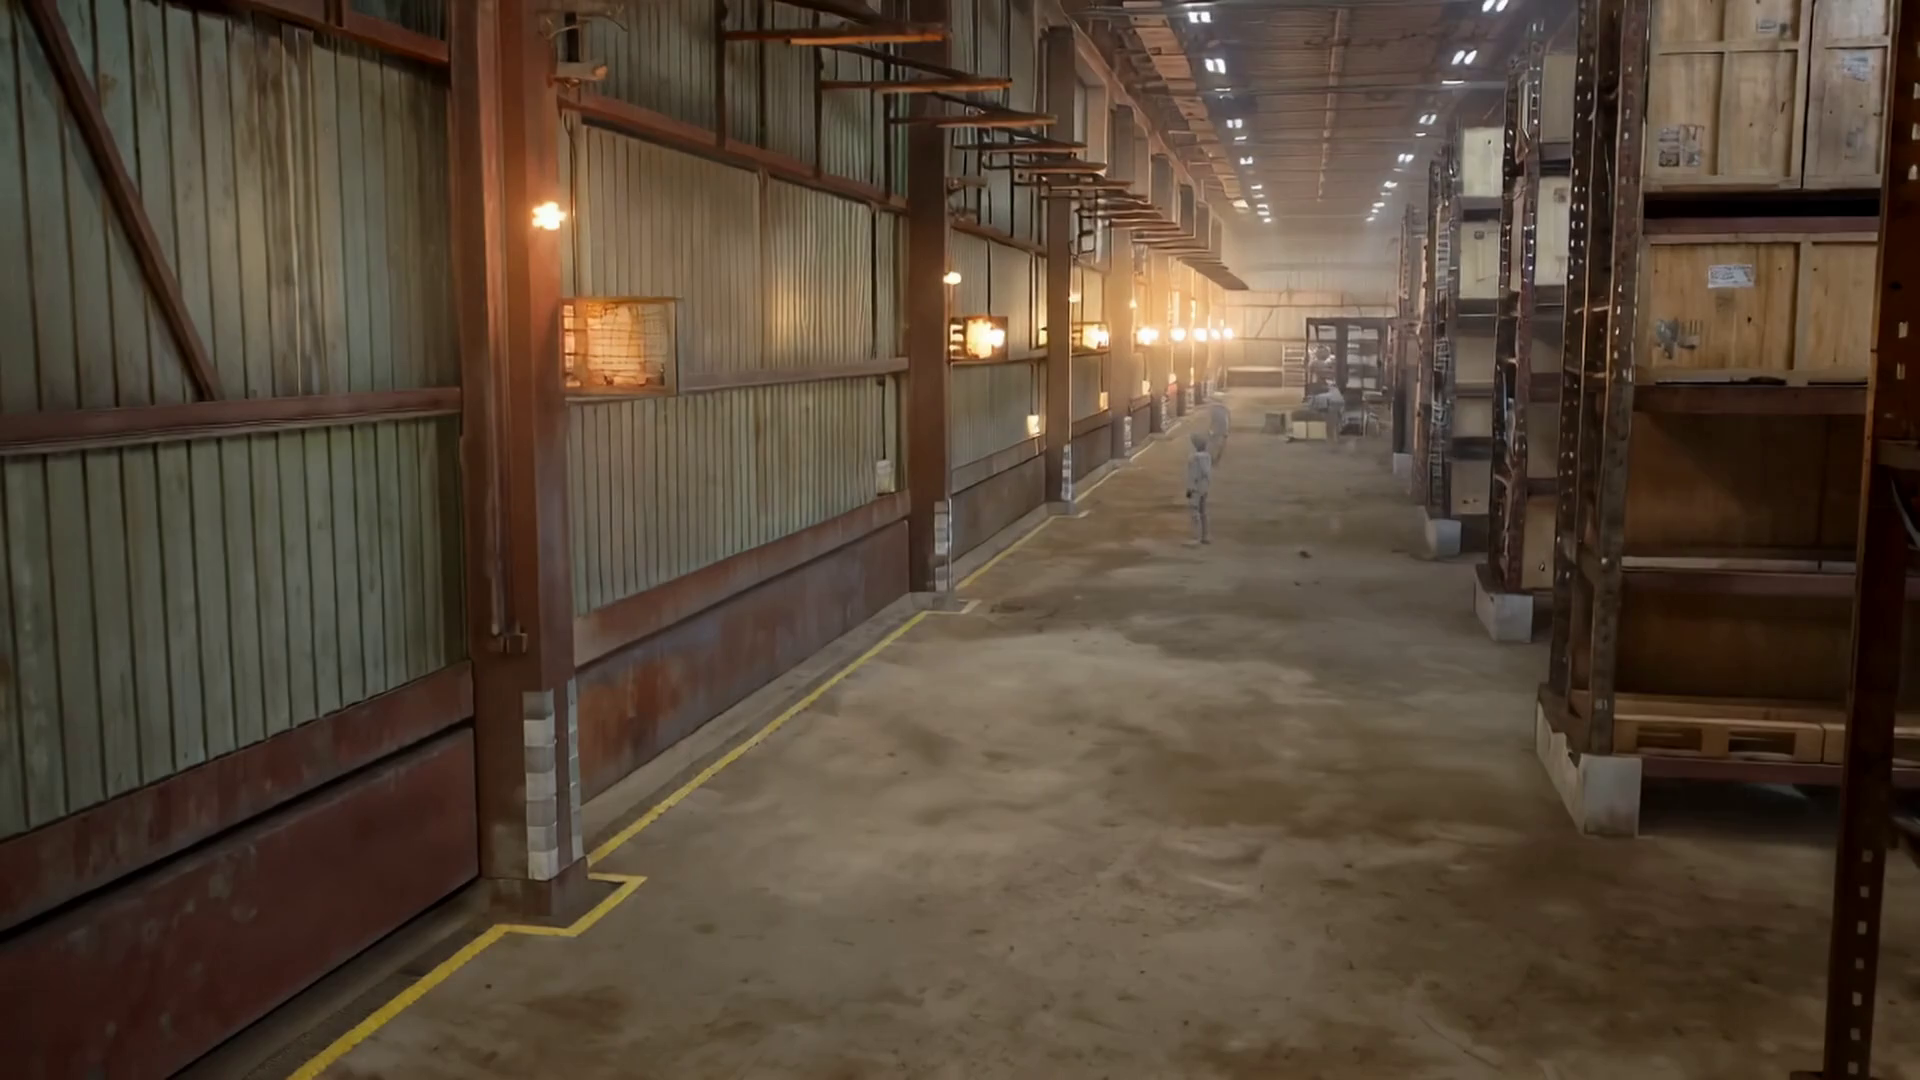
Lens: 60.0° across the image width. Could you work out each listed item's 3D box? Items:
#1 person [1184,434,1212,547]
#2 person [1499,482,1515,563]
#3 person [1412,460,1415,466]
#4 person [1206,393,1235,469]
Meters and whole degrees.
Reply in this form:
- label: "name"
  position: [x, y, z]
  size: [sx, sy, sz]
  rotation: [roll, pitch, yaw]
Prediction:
- label: "person"
  position: [3.441, -0.716, 24.041]
  size: [0.515, 1.641, 0.314]
  rotation: [-6, 9, -41]
- label: "person"
  position: [7.315, -0.577, 21.810]
  size: [0.727, 1.919, 0.653]
  rotation: [5, 9, 36]
- label: "person"
  position: [10.456, -2.579, 38.534]
  size: [0.430, 1.752, 0.526]
  rotation: [1, 7, 11]
- label: "person"
  position: [5.956, -2.480, 37.878]
  size: [0.562, 1.707, 0.882]
  rotation: [5, 9, 37]
